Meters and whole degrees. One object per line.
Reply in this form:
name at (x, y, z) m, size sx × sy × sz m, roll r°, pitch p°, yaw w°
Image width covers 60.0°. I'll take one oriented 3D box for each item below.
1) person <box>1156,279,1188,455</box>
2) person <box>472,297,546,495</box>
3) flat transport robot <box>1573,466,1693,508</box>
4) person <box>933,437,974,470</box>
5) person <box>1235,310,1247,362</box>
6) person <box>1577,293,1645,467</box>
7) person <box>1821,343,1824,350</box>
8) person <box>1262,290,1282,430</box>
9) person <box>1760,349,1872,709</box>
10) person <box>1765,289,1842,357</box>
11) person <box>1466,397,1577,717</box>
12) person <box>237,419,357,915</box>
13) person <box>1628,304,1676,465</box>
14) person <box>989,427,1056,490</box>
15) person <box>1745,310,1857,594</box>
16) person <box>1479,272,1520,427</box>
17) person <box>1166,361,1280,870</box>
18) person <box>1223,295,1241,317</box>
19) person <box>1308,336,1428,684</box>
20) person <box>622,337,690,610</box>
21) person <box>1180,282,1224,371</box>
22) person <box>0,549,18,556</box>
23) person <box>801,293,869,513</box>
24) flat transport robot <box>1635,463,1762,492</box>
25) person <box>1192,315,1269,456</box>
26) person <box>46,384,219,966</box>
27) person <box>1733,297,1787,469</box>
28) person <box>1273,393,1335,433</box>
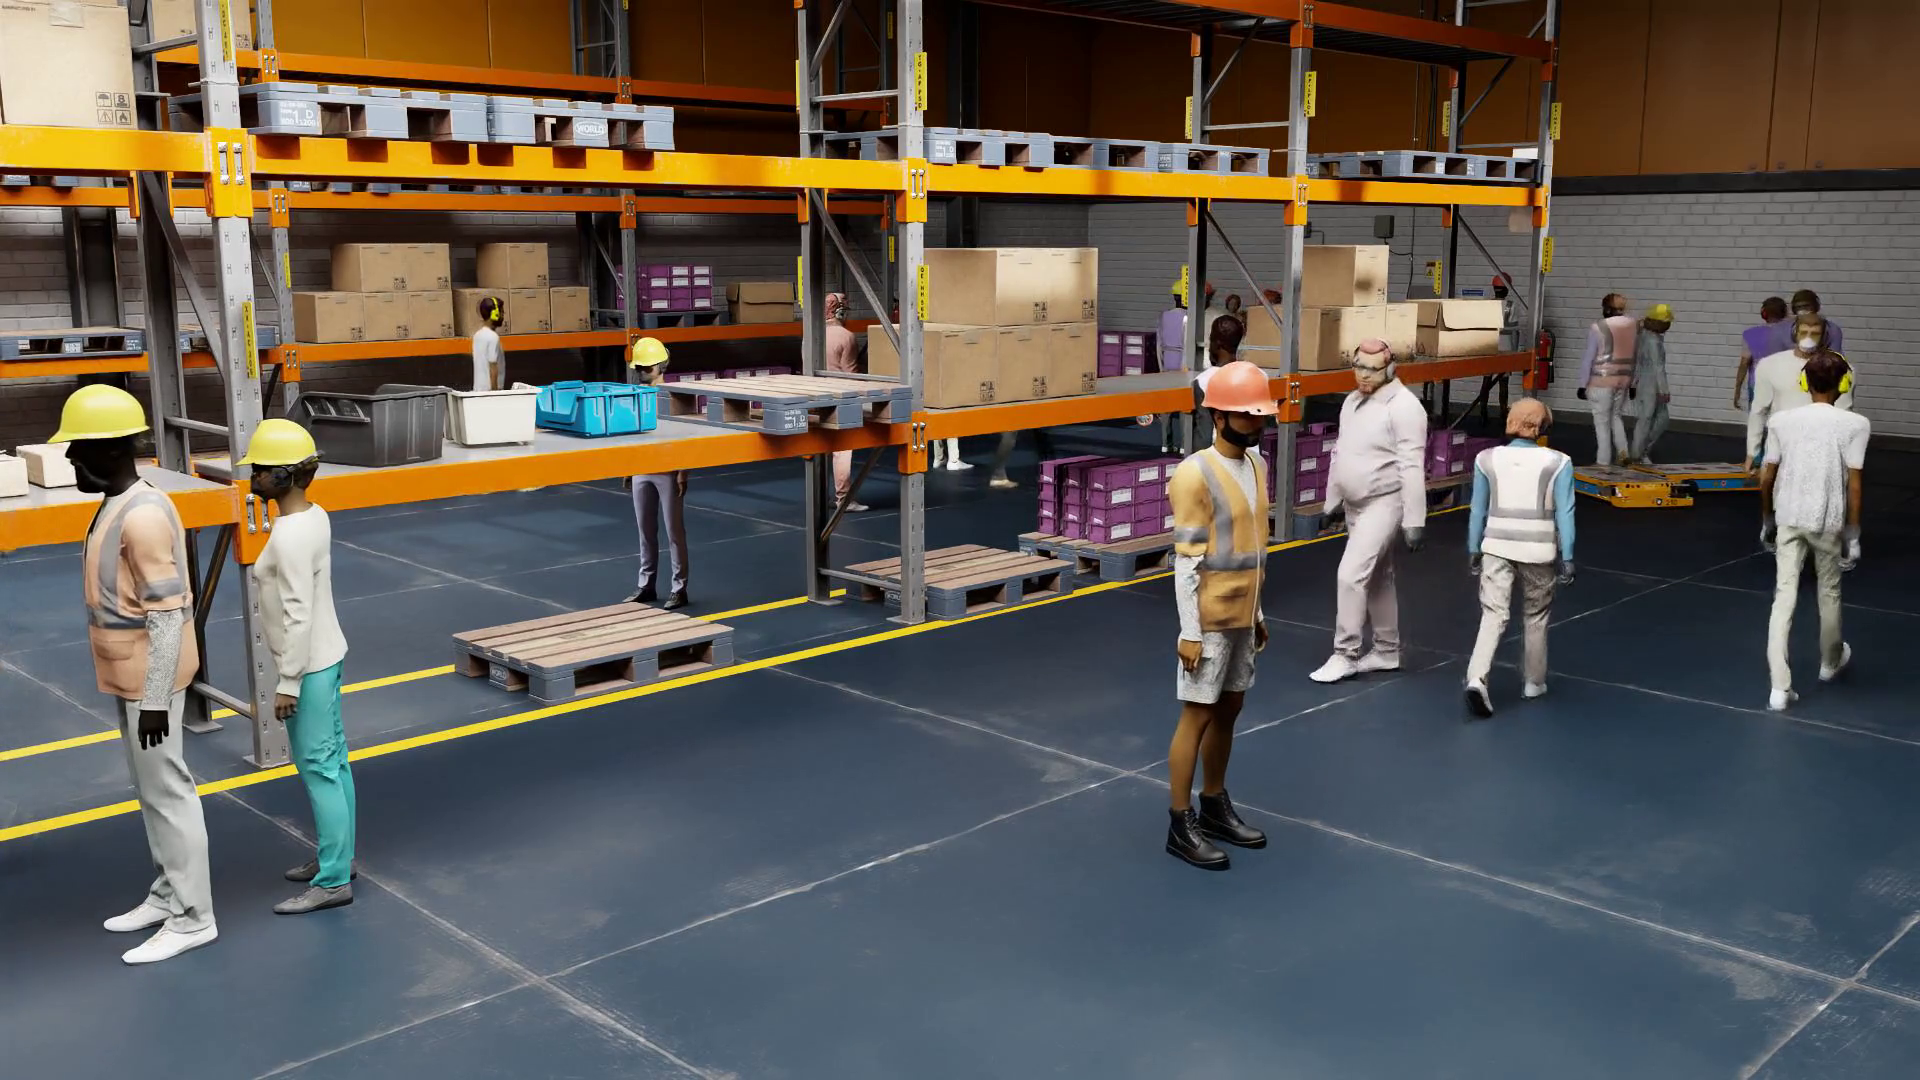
person at (2.423, -1.896, 18.286) m, size 0.588 × 1.930 × 0.359 m, roll 10°, pitch 14°, yaw 42°
person at (-4.301, -1.340, 15.520) m, size 0.806 × 1.830 × 0.554 m, roll -8°, pitch 13°, yaw -37°
flat transport robot at (6.001, -0.504, 15.219) m, size 0.652 × 0.197 × 1.431 m, roll -2°, pitch 11°, yaw -9°
person at (-0.093, -1.655, 17.138) m, size 0.322 × 1.871 × 0.531 m, roll -8°, pitch 13°, yaw -37°
person at (3.002, -1.627, 17.644) m, size 0.379 × 1.618 × 0.511 m, roll -10°, pitch 14°, yaw -42°
person at (6.582, -1.583, 16.878) m, size 0.628 × 1.829 × 0.437 m, roll -3°, pitch 11°, yaw -17°
person at (7.292, -1.021, 14.347) m, size 0.541 × 1.621 × 0.490 m, roll 6°, pitch 12°, yaw 30°
person at (3.205, -1.731, 17.654) m, size 0.942 × 1.843 × 0.573 m, roll -4°, pitch 11°, yaw -23°
person at (4.452, -0.073, 8.654) m, size 0.537 × 1.812 × 0.975 m, roll 8°, pitch 13°, yaw 39°
person at (7.785, -1.359, 15.418) m, size 0.665 × 1.922 × 0.419 m, roll 3°, pitch 11°, yaw 13°
person at (2.817, 0.079, 8.418) m, size 0.552 × 1.603 × 0.806 m, roll 6°, pitch 12°, yaw 31°
person at (-2.360, 0.449, 5.946) m, size 0.315 × 1.769 × 0.524 m, roll -2°, pitch 11°, yaw -12°
person at (7.001, -1.520, 16.804) m, size 0.420 × 1.723 × 0.489 m, roll 4°, pitch 11°, yaw 21°
person at (0.720, -1.366, 15.747) m, size 0.980 × 1.790 × 0.508 m, roll -1°, pitch 10°, yaw -7°
person at (5.745, -0.620, 11.393) m, size 0.635 × 1.914 × 0.899 m, roll 7°, pitch 13°, yaw 34°
person at (6.795, -2.399, 21.004) m, size 0.542 × 1.939 × 0.364 m, roll 8°, pitch 13°, yaw 38°
person at (1.031, 0.283, 6.385) m, size 0.376 × 1.935 × 0.550 m, roll 9°, pitch 14°, yaw 40°
person at (3.600, -2.451, 22.176) m, size 0.521 × 1.605 × 0.760 m, roll 2°, pitch 11°, yaw 12°
person at (2.126, -0.150, 8.915) m, size 0.765 × 1.867 × 0.713 m, roll -3°, pitch 11°, yaw -14°
person at (-1.969, -0.427, 10.747) m, size 0.523 × 1.760 × 0.325 m, roll 5°, pitch 12°, yaw 27°
person at (2.458, -1.655, 16.915) m, size 0.486 × 1.948 × 0.641 m, roll -8°, pitch 13°, yaw -38°
person at (-7.427, -0.646, 12.209) m, size 0.546 × 1.649 × 0.806 m, roll 6°, pitch 12°, yaw 30°
person at (-1.080, -1.192, 14.511) m, size 0.643 × 1.910 × 0.400 m, roll 10°, pitch 14°, yaw 44°
flat transport robot at (6.980, -0.580, 15.637) m, size 1.431 × 0.197 × 0.652 m, roll -2°, pitch 11°, yaw -9°
person at (1.653, -0.423, 10.284) m, size 0.587 × 1.920 × 0.393 m, roll -8°, pitch 13°, yaw -36°
person at (-2.743, 0.445, 5.530) m, size 0.381 × 1.924 × 0.593 m, roll -7°, pitch 13°, yaw -34°
person at (7.892, -1.452, 16.201) m, size 0.619 × 1.815 × 0.686 m, roll 3°, pitch 11°, yaw 18°
person at (3.409, -1.553, 16.319) m, size 0.889 × 1.957 × 0.611 m, roll -6°, pitch 12°, yaw -31°
